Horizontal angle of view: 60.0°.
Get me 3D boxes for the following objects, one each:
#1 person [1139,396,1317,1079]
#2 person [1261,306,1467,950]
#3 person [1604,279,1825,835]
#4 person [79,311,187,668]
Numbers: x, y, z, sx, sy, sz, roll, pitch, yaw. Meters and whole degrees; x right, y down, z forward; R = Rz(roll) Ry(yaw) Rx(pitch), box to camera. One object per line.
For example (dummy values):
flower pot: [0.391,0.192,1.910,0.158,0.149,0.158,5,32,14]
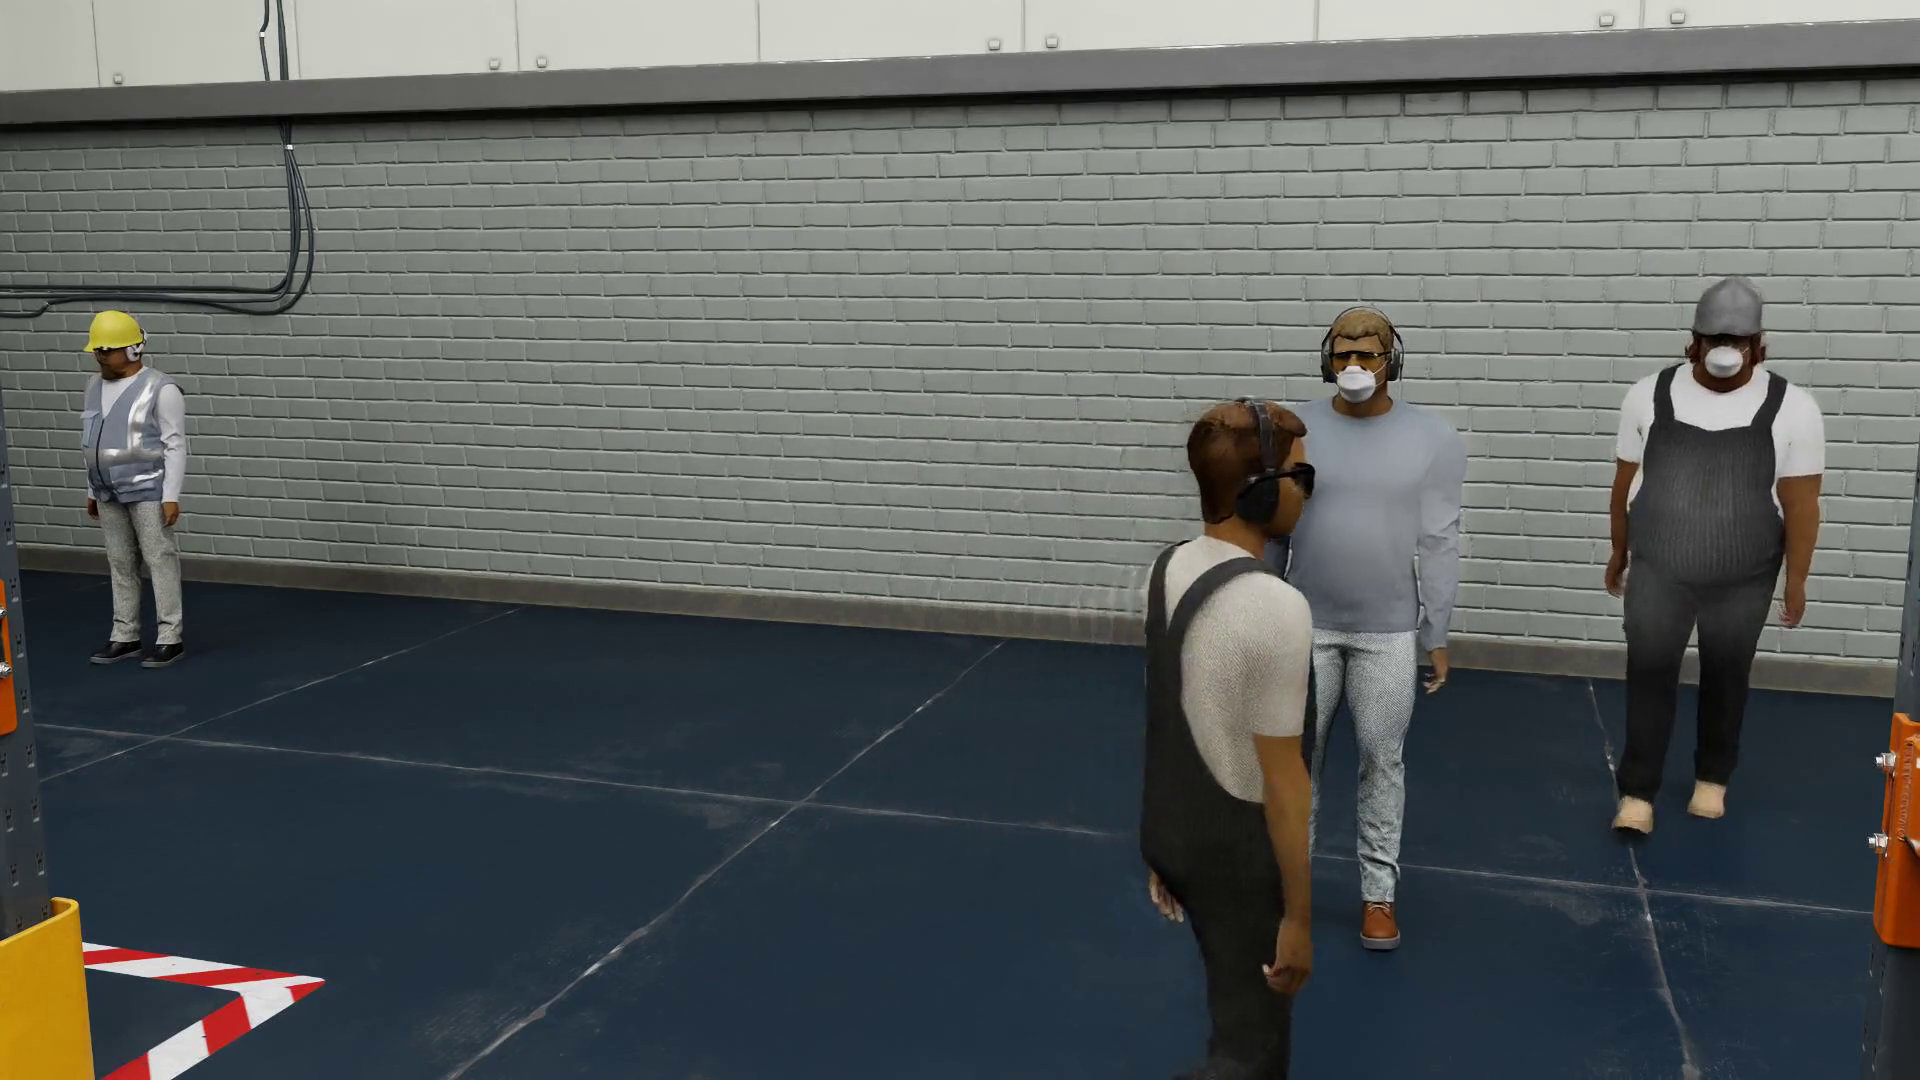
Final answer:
person: [0.467,0.633,3.214,0.755,1.826,0.522,-3,10,-19]
person: [1.182,0.269,5.037,0.627,1.941,0.371,3,10,18]
person: [2.669,0.065,5.951,0.703,2.000,0.925,5,11,27]
person: [-4.237,-0.254,8.502,0.588,1.822,0.403,3,10,18]
